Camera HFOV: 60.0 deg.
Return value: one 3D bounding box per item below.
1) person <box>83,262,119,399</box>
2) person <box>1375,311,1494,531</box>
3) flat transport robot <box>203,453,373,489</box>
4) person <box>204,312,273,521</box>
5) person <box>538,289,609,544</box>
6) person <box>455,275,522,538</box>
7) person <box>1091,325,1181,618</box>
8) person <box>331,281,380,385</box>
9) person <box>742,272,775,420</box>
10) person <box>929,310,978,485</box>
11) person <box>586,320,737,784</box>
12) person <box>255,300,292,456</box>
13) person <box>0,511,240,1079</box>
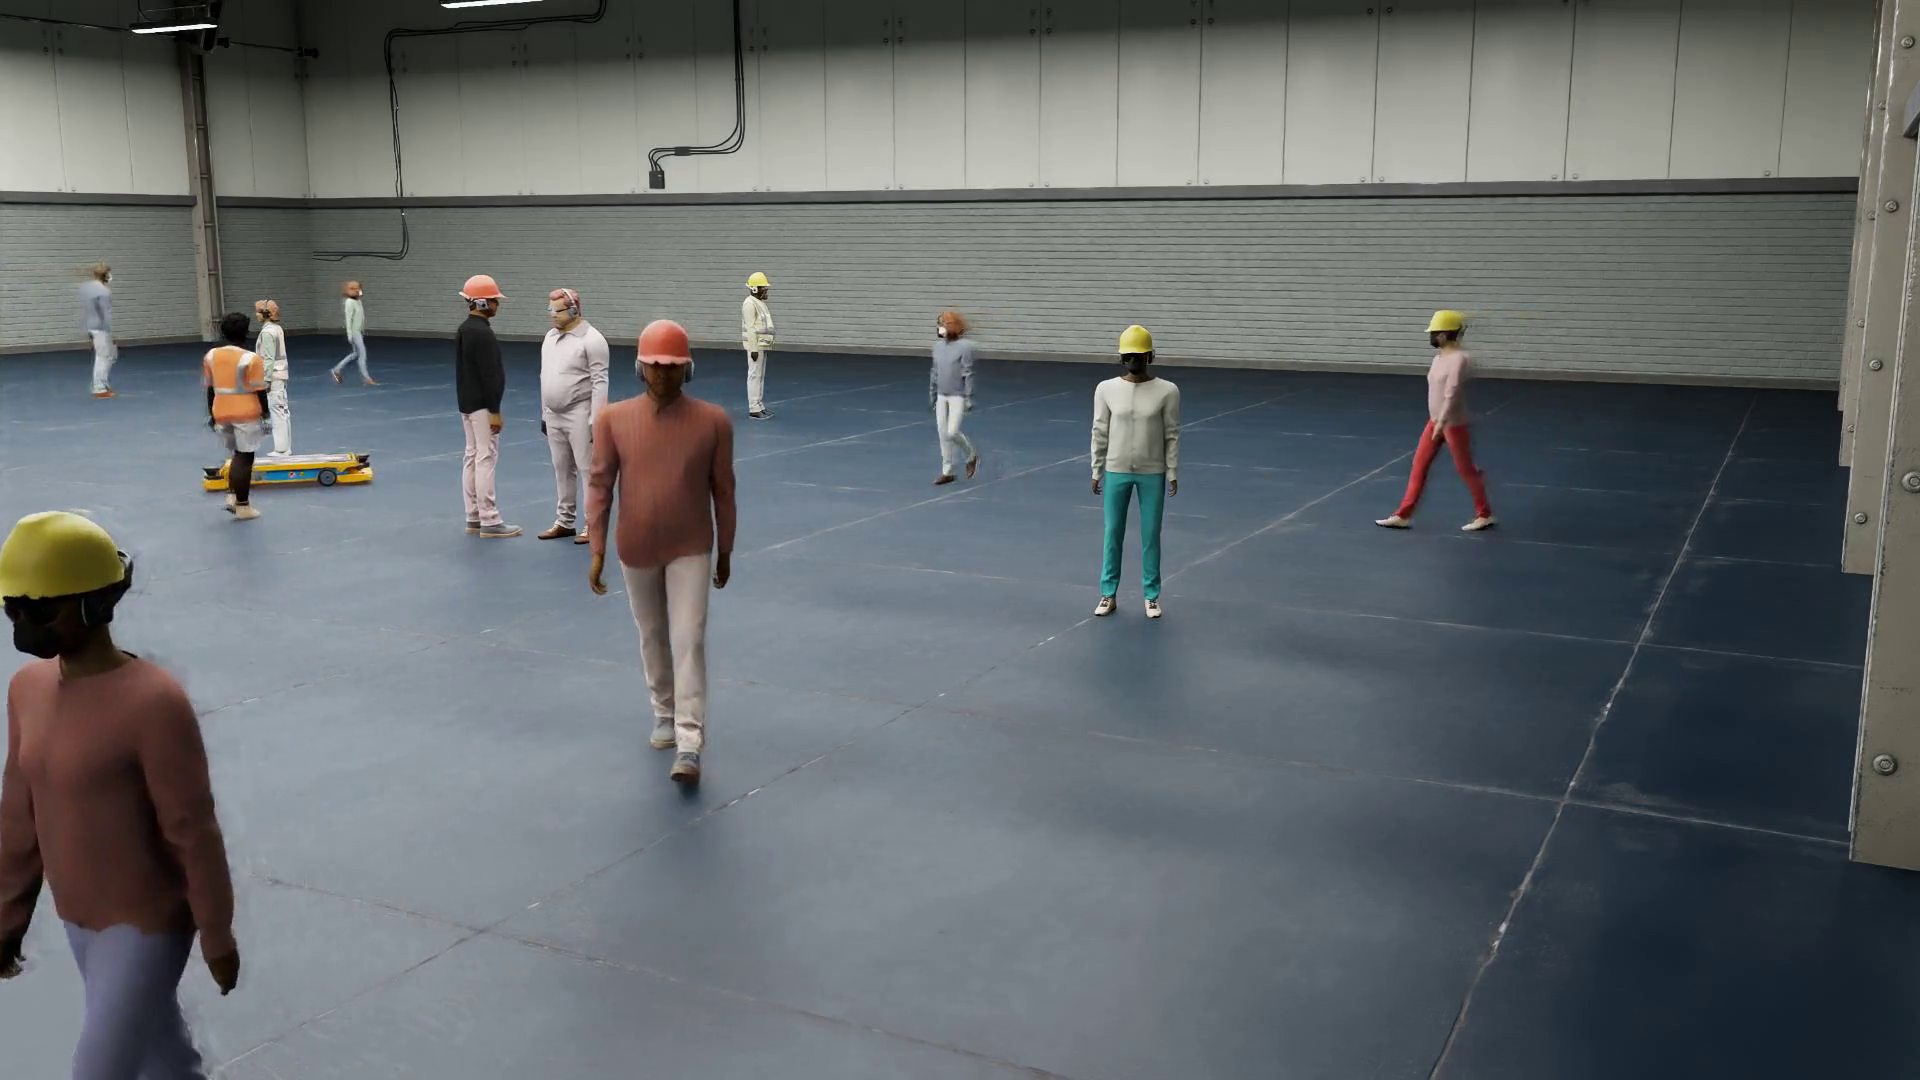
[{"bbox_3d":[-12.012,-2.928,23.340,0.652,1.917,0.509,10,14,43],"label":"person"},{"bbox_3d":[3.758,-0.914,12.904,0.911,1.721,0.524,-2,11,-11],"label":"person"},{"bbox_3d":[-6.216,-0.650,15.417,1.431,0.197,0.652,-4,11,-21],"label":"flat transport robot"},{"bbox_3d":[-5.792,-0.993,13.422,0.563,1.680,0.401,3,11,18],"label":"person"},{"bbox_3d":[-2.920,-0.922,12.459,0.639,1.902,0.407,7,13,34],"label":"person"},{"bbox_3d":[-3.644,-1.021,12.733,0.391,1.995,0.613,-7,12,-33],"label":"person"},{"bbox_3d":[1.050,-0.402,9.990,0.533,1.767,0.326,2,11,10],"label":"person"},{"bbox_3d":[-9.320,-3.168,25.503,0.704,1.612,0.504,0,10,-1],"label":"person"},{"bbox_3d":[-2.521,-2.432,20.872,0.404,1.833,0.586,1,10,5],"label":"person"},{"bbox_3d":[-0.073,-1.308,15.325,0.517,1.617,0.398,10,14,43],"label":"person"},{"bbox_3d":[-1.274,0.037,7.136,0.617,1.940,1.040,-1,10,-3],"label":"person"},{"bbox_3d":[-7.056,-1.642,17.091,0.307,1.640,0.520,-2,11,-12],"label":"person"},{"bbox_3d":[-1.822,0.811,3.405,0.548,1.736,0.752,6,12,32],"label":"person"}]
